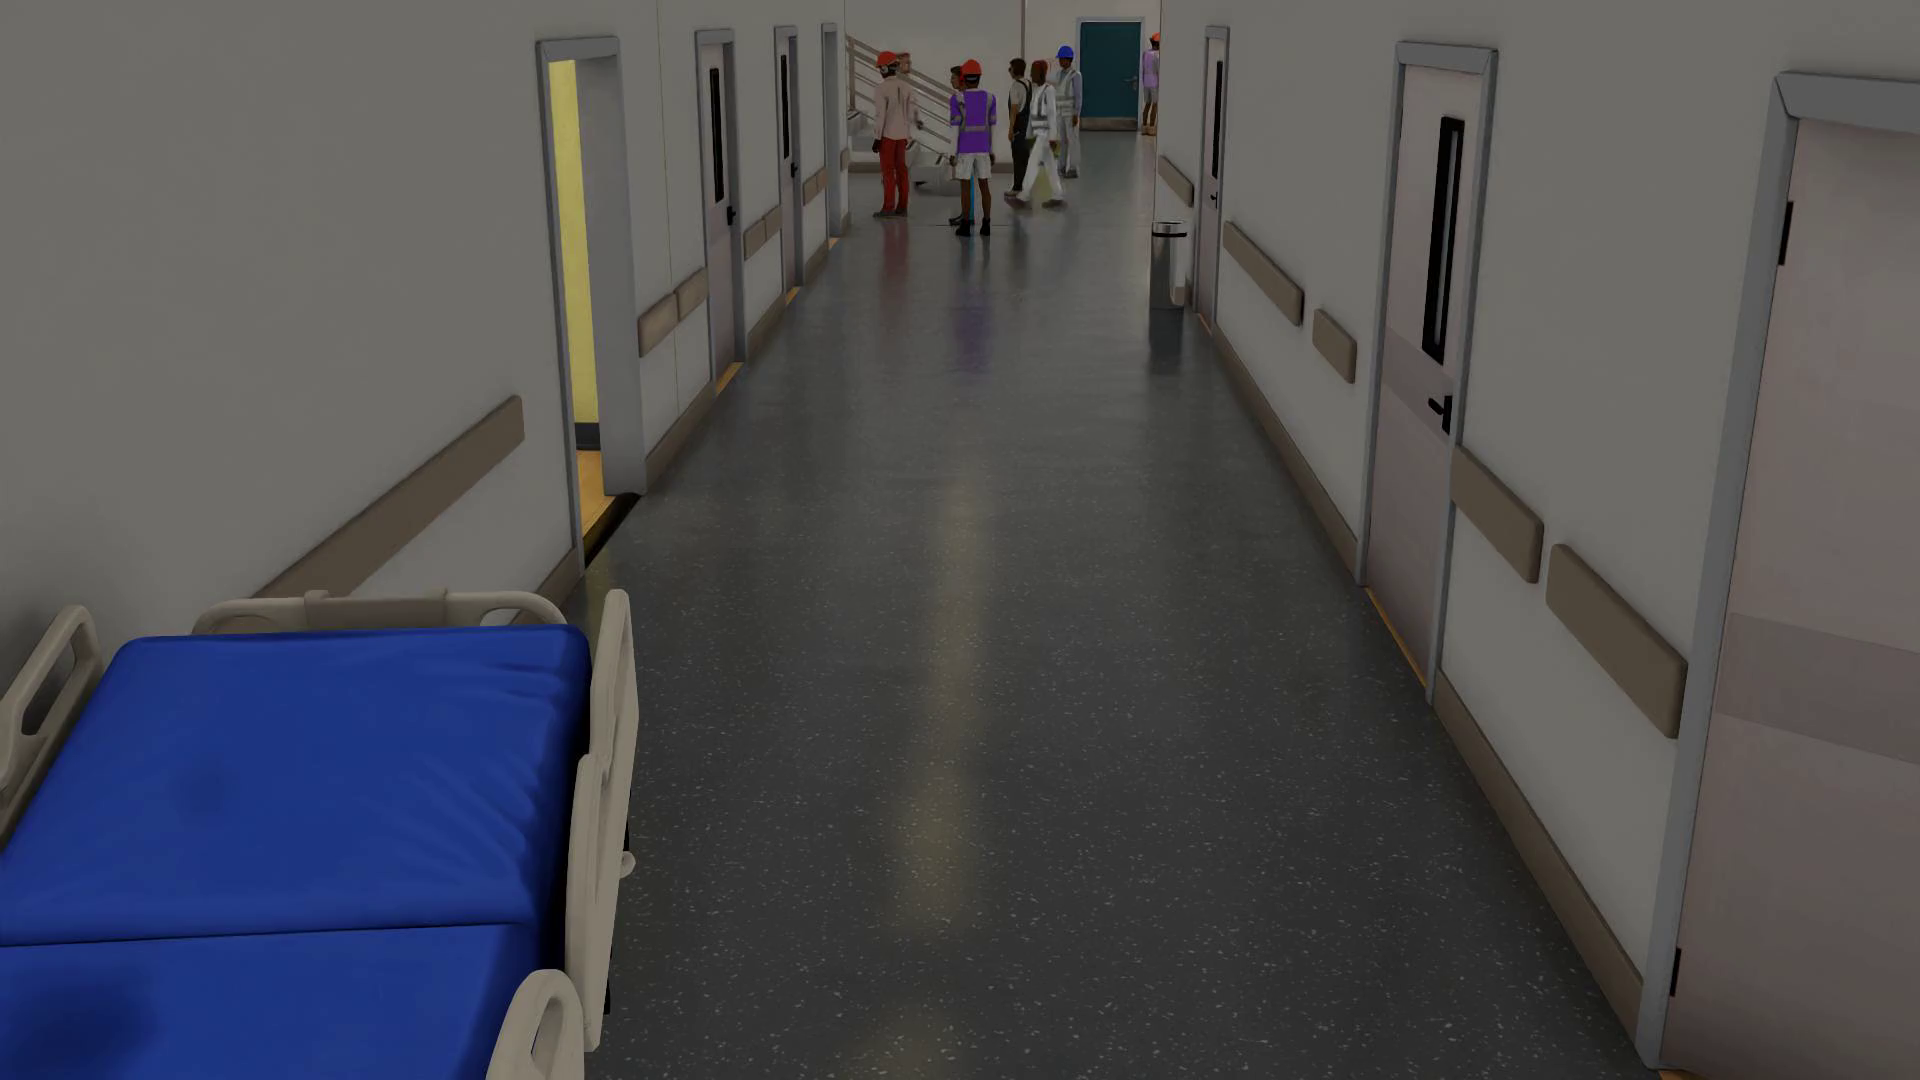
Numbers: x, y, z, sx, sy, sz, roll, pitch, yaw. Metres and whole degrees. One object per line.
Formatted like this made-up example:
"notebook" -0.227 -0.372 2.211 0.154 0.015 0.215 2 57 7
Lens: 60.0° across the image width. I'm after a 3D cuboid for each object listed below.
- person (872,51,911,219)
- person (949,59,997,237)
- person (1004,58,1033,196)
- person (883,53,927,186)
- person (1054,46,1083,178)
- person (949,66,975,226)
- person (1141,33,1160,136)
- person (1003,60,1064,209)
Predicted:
"person" -0.842 -4.914 20.217 0.384 1.991 0.609 13 22 35
"person" 0.135 -4.387 18.652 0.549 1.933 0.373 -5 18 -16
"person" 0.814 -5.611 22.656 0.344 1.840 0.517 11 20 30
"person" -0.745 -6.074 24.059 0.935 1.864 0.670 7 19 21
"person" 1.612 -6.463 25.154 0.402 1.949 0.605 -10 20 -29
"person" 0.061 -4.656 19.669 0.392 1.837 0.560 0 18 -1
"person" 3.938 -9.225 33.715 0.407 2.029 0.612 -11 21 -31
"person" 0.942 -5.157 21.220 0.926 1.840 0.602 -4 18 -13
